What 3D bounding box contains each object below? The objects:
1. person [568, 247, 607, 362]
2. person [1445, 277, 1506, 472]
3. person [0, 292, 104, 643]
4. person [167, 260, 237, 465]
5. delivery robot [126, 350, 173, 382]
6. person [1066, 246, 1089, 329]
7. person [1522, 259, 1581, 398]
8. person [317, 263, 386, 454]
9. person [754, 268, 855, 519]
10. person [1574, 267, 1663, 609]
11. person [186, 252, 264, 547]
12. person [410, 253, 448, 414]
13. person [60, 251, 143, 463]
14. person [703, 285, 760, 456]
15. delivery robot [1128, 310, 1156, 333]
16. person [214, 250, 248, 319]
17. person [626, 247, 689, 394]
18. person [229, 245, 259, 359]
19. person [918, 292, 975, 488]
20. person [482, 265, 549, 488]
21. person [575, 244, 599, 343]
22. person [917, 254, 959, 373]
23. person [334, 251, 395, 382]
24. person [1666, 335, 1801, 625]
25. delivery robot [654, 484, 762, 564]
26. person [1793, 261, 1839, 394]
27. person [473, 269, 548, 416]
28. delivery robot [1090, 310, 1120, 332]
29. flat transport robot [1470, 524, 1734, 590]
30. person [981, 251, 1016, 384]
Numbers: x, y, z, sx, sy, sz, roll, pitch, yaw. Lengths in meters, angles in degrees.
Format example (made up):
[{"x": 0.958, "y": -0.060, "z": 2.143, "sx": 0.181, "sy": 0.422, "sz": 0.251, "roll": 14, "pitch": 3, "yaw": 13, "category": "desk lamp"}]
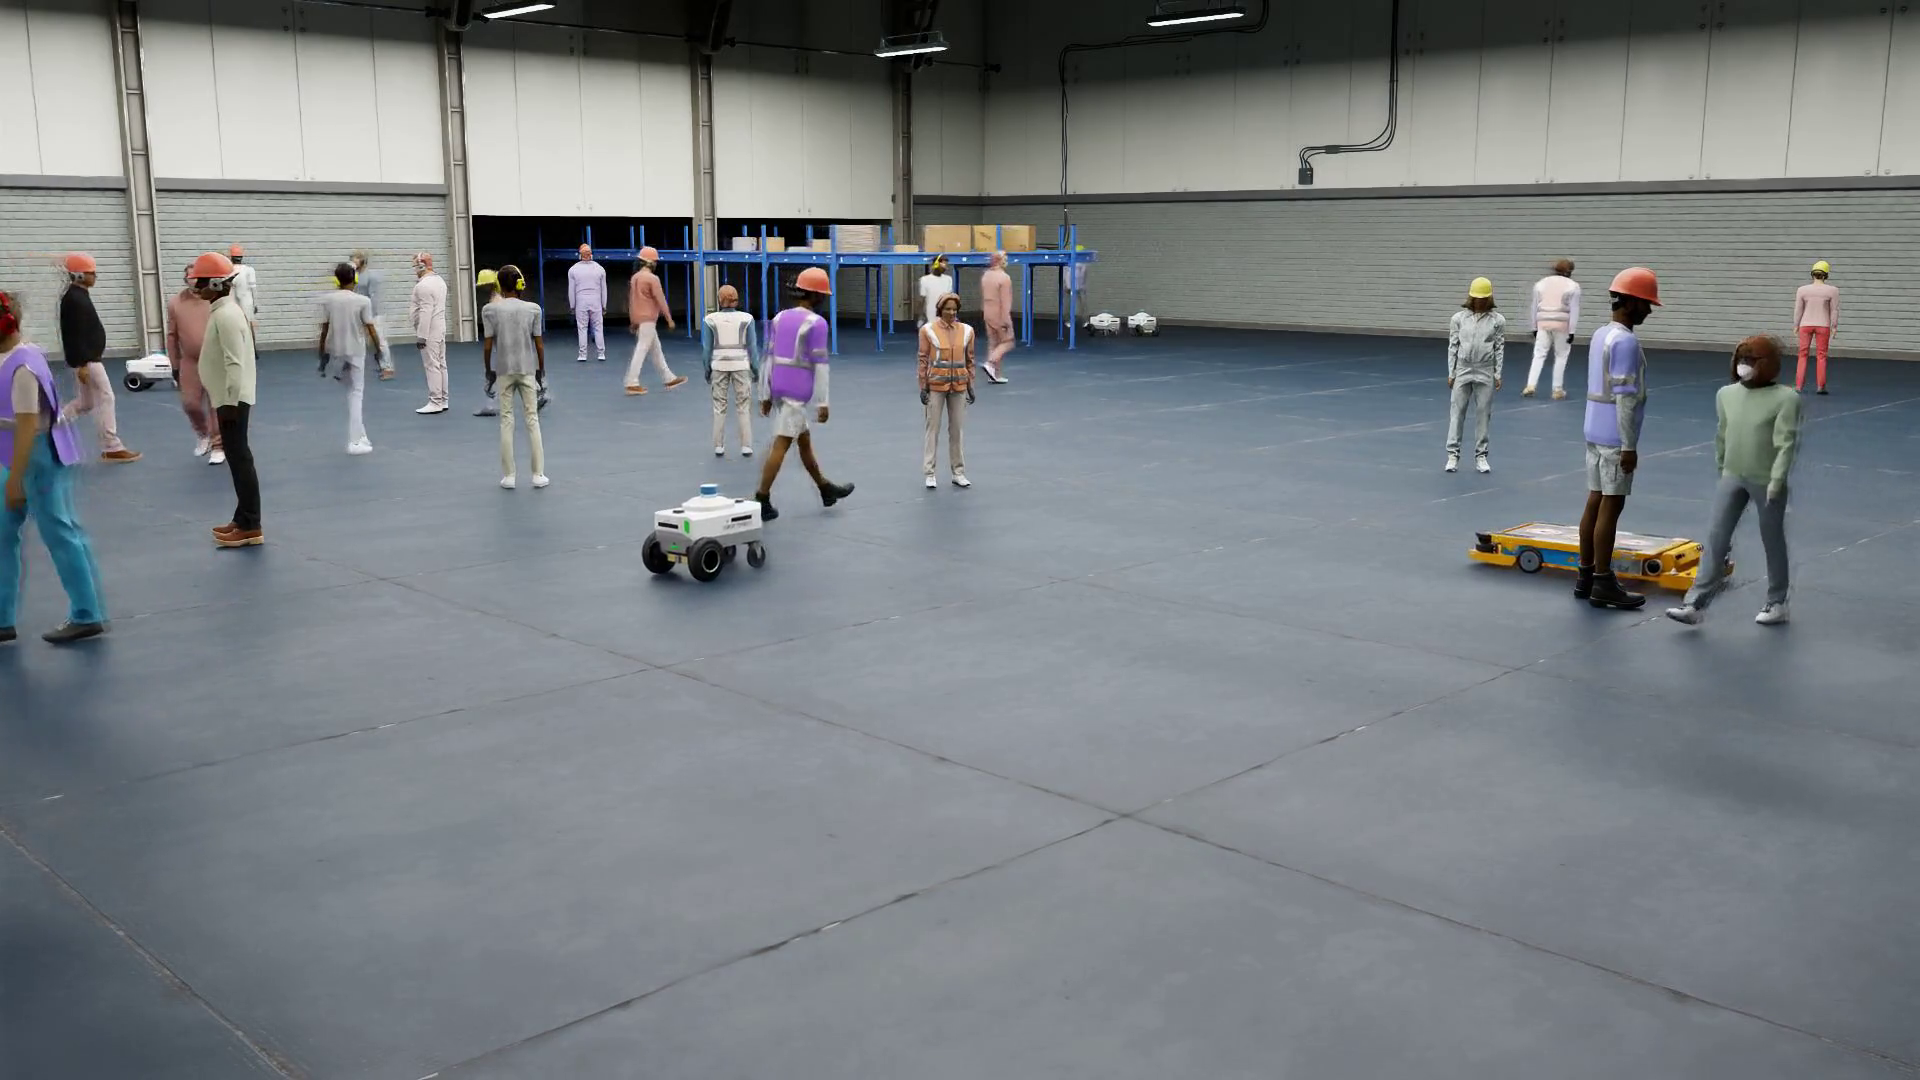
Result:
[{"x": -6.278, "y": -3.972, "z": 28.053, "sx": 0.642, "sy": 1.909, "sz": 0.399, "roll": -3, "pitch": 11, "yaw": -18, "category": "person"}, {"x": 4.629, "y": -1.482, "z": 14.946, "sx": 0.484, "sy": 1.736, "sz": 0.308, "roll": 2, "pitch": 11, "yaw": 12, "category": "person"}, {"x": -4.870, "y": -0.349, "z": 8.499, "sx": 0.803, "sy": 1.819, "sz": 0.611, "roll": -9, "pitch": 13, "yaw": -39, "category": "person"}, {"x": -7.042, "y": -1.657, "z": 15.516, "sx": 0.648, "sy": 1.882, "sz": 0.457, "roll": -1, "pitch": 10, "yaw": -8, "category": "person"}, {"x": -11.069, "y": -2.378, "z": 22.912, "sx": 0.707, "sy": 0.478, "sz": 0.477, "roll": -2, "pitch": 11, "yaw": -10, "category": "delivery robot"}, {"x": 2.685, "y": -5.782, "z": 38.029, "sx": 0.593, "sy": 1.876, "sz": 1.005, "roll": -4, "pitch": 11, "yaw": -20, "category": "person"}, {"x": 7.715, "y": -2.750, "z": 21.686, "sx": 0.645, "sy": 1.811, "sz": 0.669, "roll": 9, "pitch": 14, "yaw": 41, "category": "person"}, {"x": -5.943, "y": -1.786, "z": 16.318, "sx": 0.627, "sy": 1.833, "sz": 0.680, "roll": 2, "pitch": 11, "yaw": 10, "category": "person"}, {"x": -1.208, "y": -1.114, "z": 12.579, "sx": 1.056, "sy": 1.861, "sz": 0.551, "roll": -10, "pitch": 14, "yaw": -43, "category": "person"}, {"x": 3.787, "y": -0.591, "z": 9.559, "sx": 0.374, "sy": 1.928, "sz": 0.543, "roll": 1, "pitch": 10, "yaw": 4, "category": "person"}, {"x": -5.033, "y": -0.966, "z": 11.421, "sx": 0.390, "sy": 1.992, "sz": 0.624, "roll": -5, "pitch": 11, "yaw": -24, "category": "person"}, {"x": -6.358, "y": -2.473, "z": 19.897, "sx": 0.407, "sy": 1.902, "sz": 0.638, "roll": 0, "pitch": 10, "yaw": 0, "category": "person"}, {"x": -8.177, "y": -1.683, "z": 15.416, "sx": 0.851, "sy": 1.967, "sz": 0.624, "roll": -6, "pitch": 12, "yaw": -30, "category": "person"}, {"x": -2.201, "y": -1.625, "z": 16.012, "sx": 0.536, "sy": 1.637, "sz": 0.319, "roll": 0, "pitch": 10, "yaw": -1, "category": "person"}, {"x": 3.845, "y": -4.613, "z": 35.097, "sx": 0.477, "sy": 0.478, "sz": 0.707, "roll": -4, "pitch": 11, "yaw": -22, "category": "delivery robot"}, {"x": -10.328, "y": -3.074, "z": 23.177, "sx": 0.639, "sy": 1.898, "sz": 0.940, "roll": 3, "pitch": 11, "yaw": 14, "category": "person"}, {"x": -4.090, "y": -2.946, "z": 22.337, "sx": 1.008, "sy": 1.941, "sz": 0.613, "roll": -7, "pitch": 12, "yaw": -33, "category": "person"}, {"x": -12.301, "y": -4.060, "z": 28.437, "sx": 0.547, "sy": 1.942, "sz": 0.344, "roll": -4, "pitch": 11, "yaw": -21, "category": "person"}, {"x": -0.114, "y": -1.264, "z": 14.026, "sx": 0.511, "sy": 1.638, "sz": 0.307, "roll": -4, "pitch": 11, "yaw": -20, "category": "person"}, {"x": -3.745, "y": -1.371, "z": 13.994, "sx": 0.521, "sy": 1.864, "sz": 0.336, "roll": -2, "pitch": 11, "yaw": -11, "category": "person"}, {"x": -7.389, "y": -4.885, "z": 32.948, "sx": 0.542, "sy": 1.938, "sz": 0.357, "roll": -8, "pitch": 13, "yaw": -37, "category": "person"}, {"x": -0.306, "y": -3.182, "z": 23.902, "sx": 0.545, "sy": 1.849, "sz": 0.445, "roll": -5, "pitch": 12, "yaw": -27, "category": "person"}, {"x": -8.695, "y": -3.255, "z": 24.210, "sx": 0.632, "sy": 1.888, "sz": 1.026, "roll": 4, "pitch": 11, "yaw": 22, "category": "person"}, {"x": 4.236, "y": -0.304, "z": 8.943, "sx": 0.887, "sy": 1.582, "sz": 0.513, "roll": -7, "pitch": 12, "yaw": -33, "category": "person"}, {"x": -1.588, "y": -0.110, "z": 10.543, "sx": 0.477, "sy": 0.478, "sz": 0.707, "roll": 8, "pitch": 13, "yaw": 37, "category": "delivery robot"}, {"x": 11.469, "y": -2.847, "z": 22.303, "sx": 0.533, "sy": 1.767, "sz": 0.326, "roll": 7, "pitch": 12, "yaw": 33, "category": "person"}, {"x": -5.300, "y": -2.316, "z": 19.515, "sx": 0.804, "sy": 1.723, "sz": 0.542, "roll": -4, "pitch": 11, "yaw": -20, "category": "person"}, {"x": 3.035, "y": -4.566, "z": 34.840, "sx": 0.477, "sy": 0.478, "sz": 0.707, "roll": -6, "pitch": 12, "yaw": -28, "category": "delivery robot"}, {"x": 4.050, "y": 0.080, "z": 10.536, "sx": 1.431, "sy": 0.197, "sz": 0.652, "roll": 9, "pitch": 14, "yaw": 41, "category": "flat transport robot"}, {"x": 0.523, "y": -3.174, "z": 23.754, "sx": 0.484, "sy": 1.893, "sz": 0.661, "roll": -7, "pitch": 12, "yaw": -33, "category": "person"}]
